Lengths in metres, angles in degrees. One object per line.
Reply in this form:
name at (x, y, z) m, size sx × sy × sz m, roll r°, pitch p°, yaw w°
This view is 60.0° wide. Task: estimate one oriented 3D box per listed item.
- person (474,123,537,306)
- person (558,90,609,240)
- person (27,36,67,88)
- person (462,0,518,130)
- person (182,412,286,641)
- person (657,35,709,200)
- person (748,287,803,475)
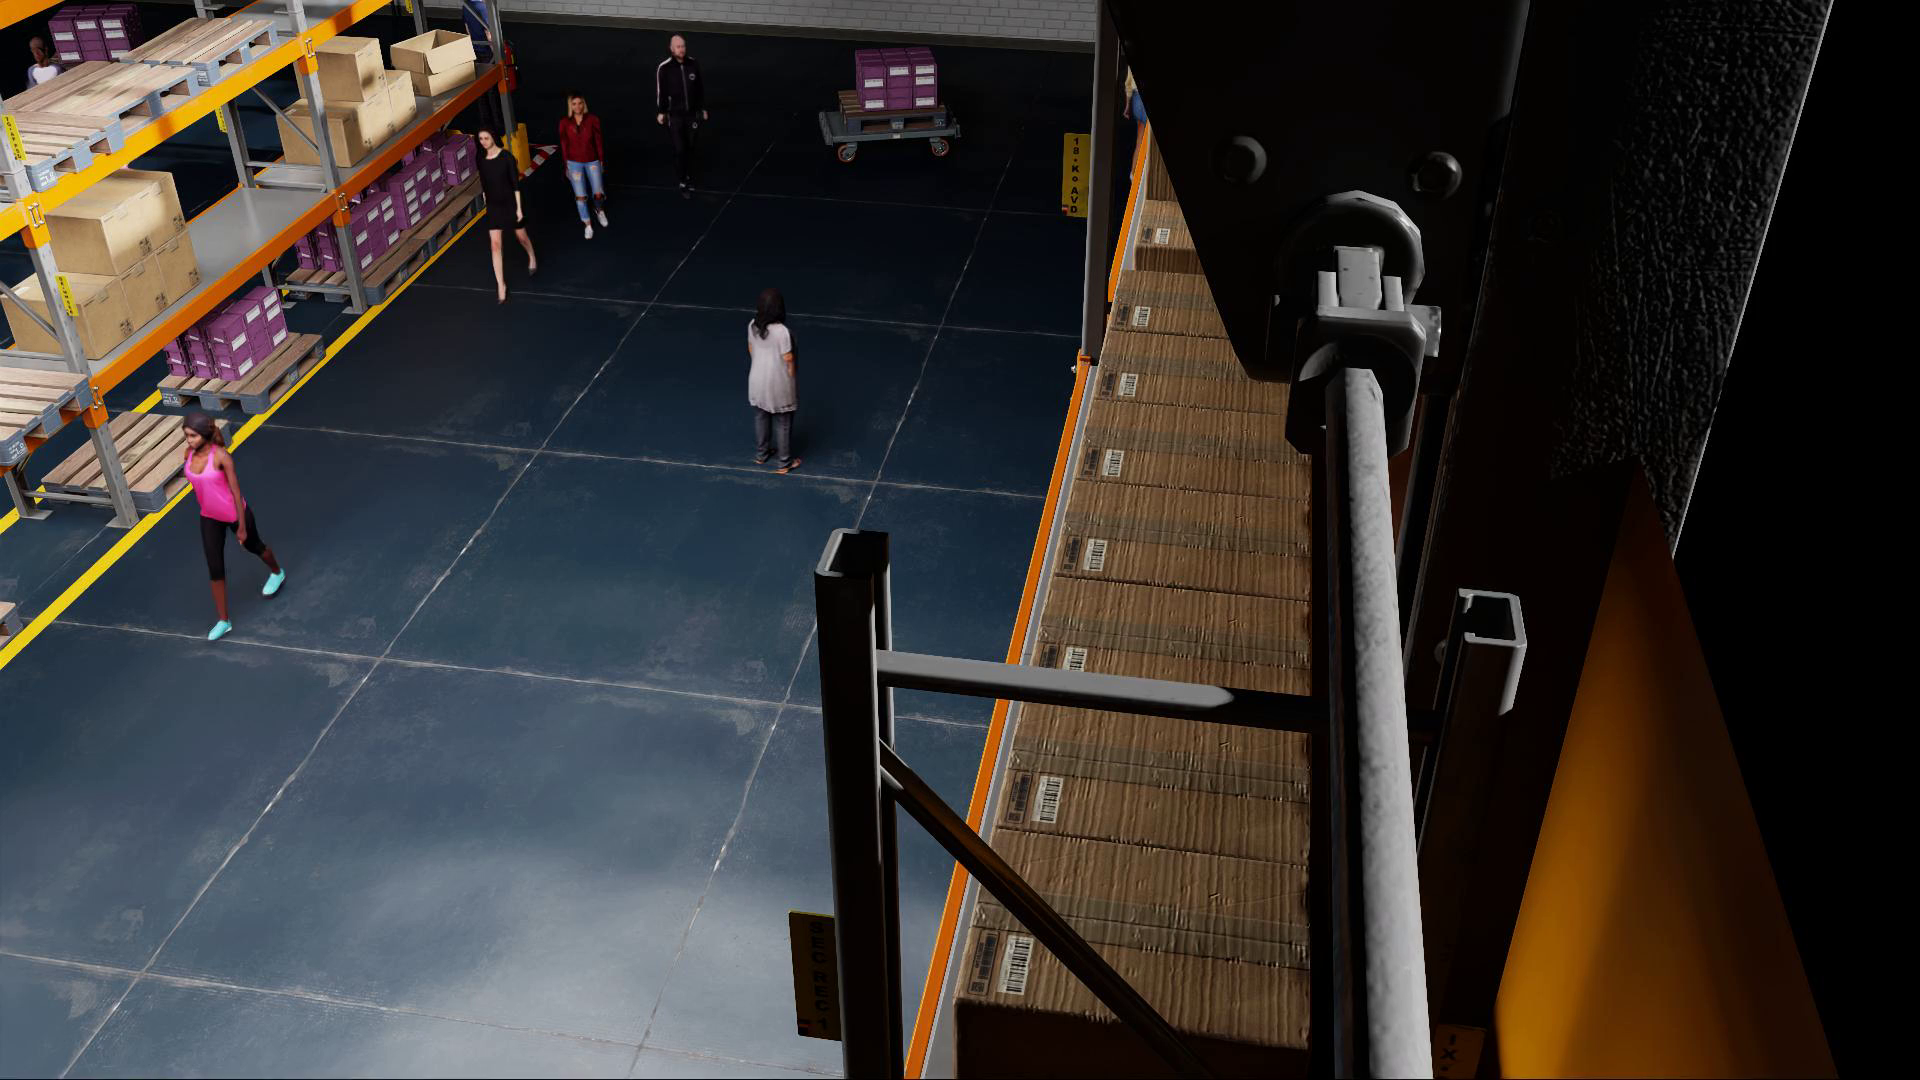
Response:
person at (-4.528, -3.323, 16.715) m, size 0.662 × 1.761 × 1.106 m, roll 3°, pitch 34°, yaw 5°
person at (-4.078, -4.086, 17.990) m, size 0.727 × 1.621 × 0.785 m, roll -8°, pitch 34°, yaw -12°
person at (-10.292, -4.816, 18.987) m, size 0.803 × 1.734 × 1.111 m, roll -6°, pitch 34°, yaw -8°
person at (-5.940, -6.102, 20.797) m, size 0.739 × 1.871 × 0.739 m, roll 27°, pitch 42°, yaw 34°
person at (-5.267, -0.197, 12.089) m, size 0.586 × 1.676 × 1.111 m, roll 7°, pitch 34°, yaw 11°
person at (-3.216, -4.870, 18.994) m, size 0.915 × 1.815 × 0.974 m, roll -21°, pitch 39°, yaw -28°
person at (-1.563, -1.335, 13.866) m, size 0.758 × 1.604 × 0.801 m, roll 23°, pitch 40°, yaw 30°
